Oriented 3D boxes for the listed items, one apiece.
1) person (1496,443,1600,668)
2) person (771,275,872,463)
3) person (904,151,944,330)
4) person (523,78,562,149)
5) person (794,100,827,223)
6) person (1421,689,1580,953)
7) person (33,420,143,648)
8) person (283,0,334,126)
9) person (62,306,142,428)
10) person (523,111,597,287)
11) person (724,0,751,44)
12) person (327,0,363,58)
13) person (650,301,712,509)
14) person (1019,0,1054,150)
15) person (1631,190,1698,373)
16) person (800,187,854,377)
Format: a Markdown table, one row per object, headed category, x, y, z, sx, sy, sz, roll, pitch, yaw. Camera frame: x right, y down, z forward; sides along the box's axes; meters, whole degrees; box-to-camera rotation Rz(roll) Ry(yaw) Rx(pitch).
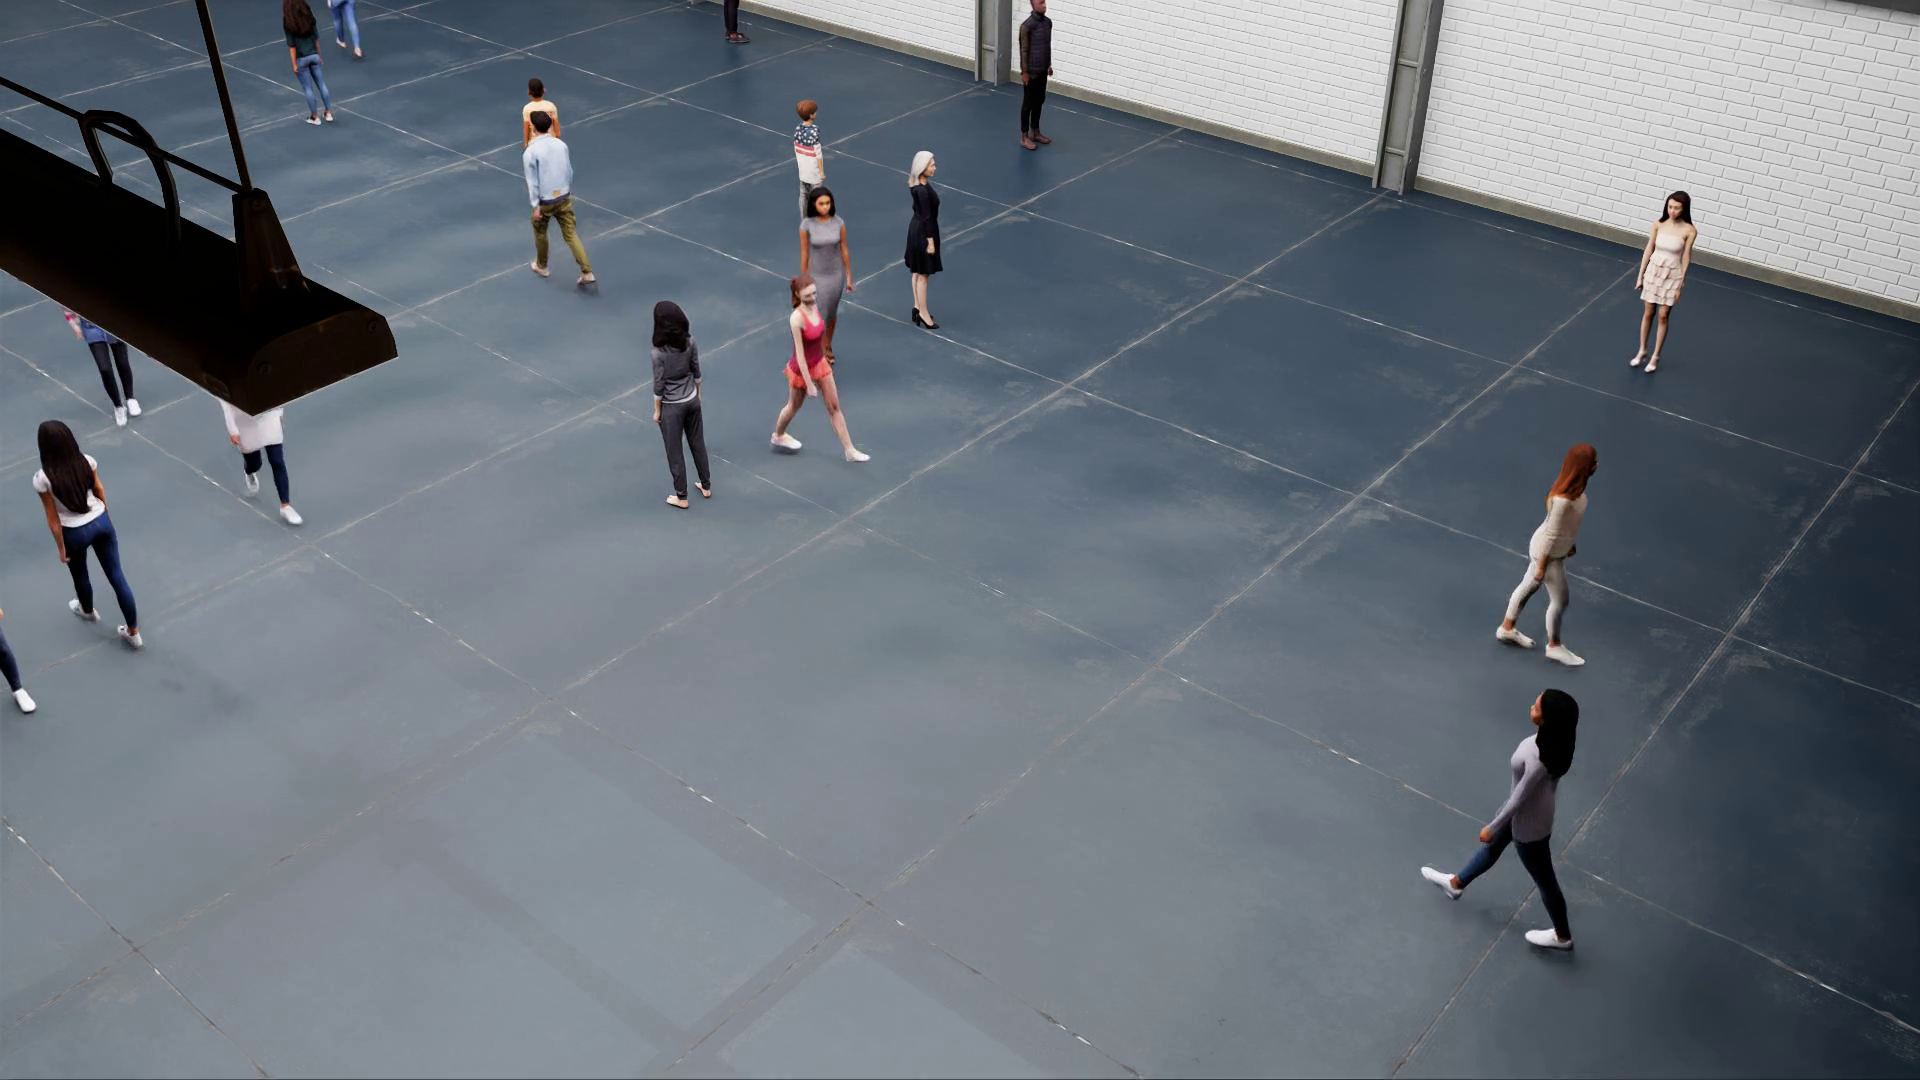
| category | x | y | z | sx | sy | sz | roll | pitch | yaw |
| --- | --- | --- | --- | --- | --- | --- | --- | --- | --- |
| person | 4.006 | 0.063 | 11.550 | 0.930 | 1.688 | 0.759 | 14 | 36 | 21 |
| person | -1.331 | -1.397 | 13.742 | 1.232 | 1.693 | 0.791 | 14 | 36 | 20 |
| person | -0.346 | -2.879 | 15.924 | 0.759 | 1.748 | 0.682 | -7 | 34 | -10 |
| person | -4.590 | -4.345 | 18.410 | 0.811 | 1.436 | 1.001 | -13 | 36 | -19 |
| person | -1.617 | -4.053 | 17.969 | 0.413 | 1.439 | 0.569 | 25 | 41 | 33 |
| person | 3.253 | 1.609 | 9.228 | 1.195 | 1.686 | 0.740 | 19 | 38 | 26 |
| person | -6.029 | 0.003 | 11.590 | 0.964 | 1.744 | 0.625 | 24 | 40 | 31 |
| person | -8.162 | -6.015 | 20.760 | 0.586 | 1.615 | 0.597 | 27 | 42 | 34 |
| person | -7.421 | -1.893 | 14.399 | 0.774 | 1.792 | 0.810 | -17 | 37 | -24 |
| person | -4.017 | -3.360 | 16.627 | 0.763 | 1.769 | 1.196 | -29 | 43 | -36 |
| person | -3.256 | -7.996 | 23.557 | 0.808 | 1.820 | 0.675 | -13 | 36 | -18 |
| person | -8.523 | -7.457 | 22.972 | 0.825 | 1.568 | 1.162 | -20 | 39 | -27 |
| person | -2.231 | -1.074 | 13.193 | 0.624 | 1.763 | 0.547 | -27 | 42 | -34 |
| person | 0.906 | -5.664 | 20.034 | 0.543 | 1.835 | 0.682 | 25 | 41 | 32 |
| person | 6.418 | -2.361 | 15.156 | 0.448 | 1.735 | 0.630 | 27 | 42 | 34 |
| person | -1.243 | -2.381 | 15.153 | 0.804 | 1.771 | 0.906 | -12 | 35 | -17 |
